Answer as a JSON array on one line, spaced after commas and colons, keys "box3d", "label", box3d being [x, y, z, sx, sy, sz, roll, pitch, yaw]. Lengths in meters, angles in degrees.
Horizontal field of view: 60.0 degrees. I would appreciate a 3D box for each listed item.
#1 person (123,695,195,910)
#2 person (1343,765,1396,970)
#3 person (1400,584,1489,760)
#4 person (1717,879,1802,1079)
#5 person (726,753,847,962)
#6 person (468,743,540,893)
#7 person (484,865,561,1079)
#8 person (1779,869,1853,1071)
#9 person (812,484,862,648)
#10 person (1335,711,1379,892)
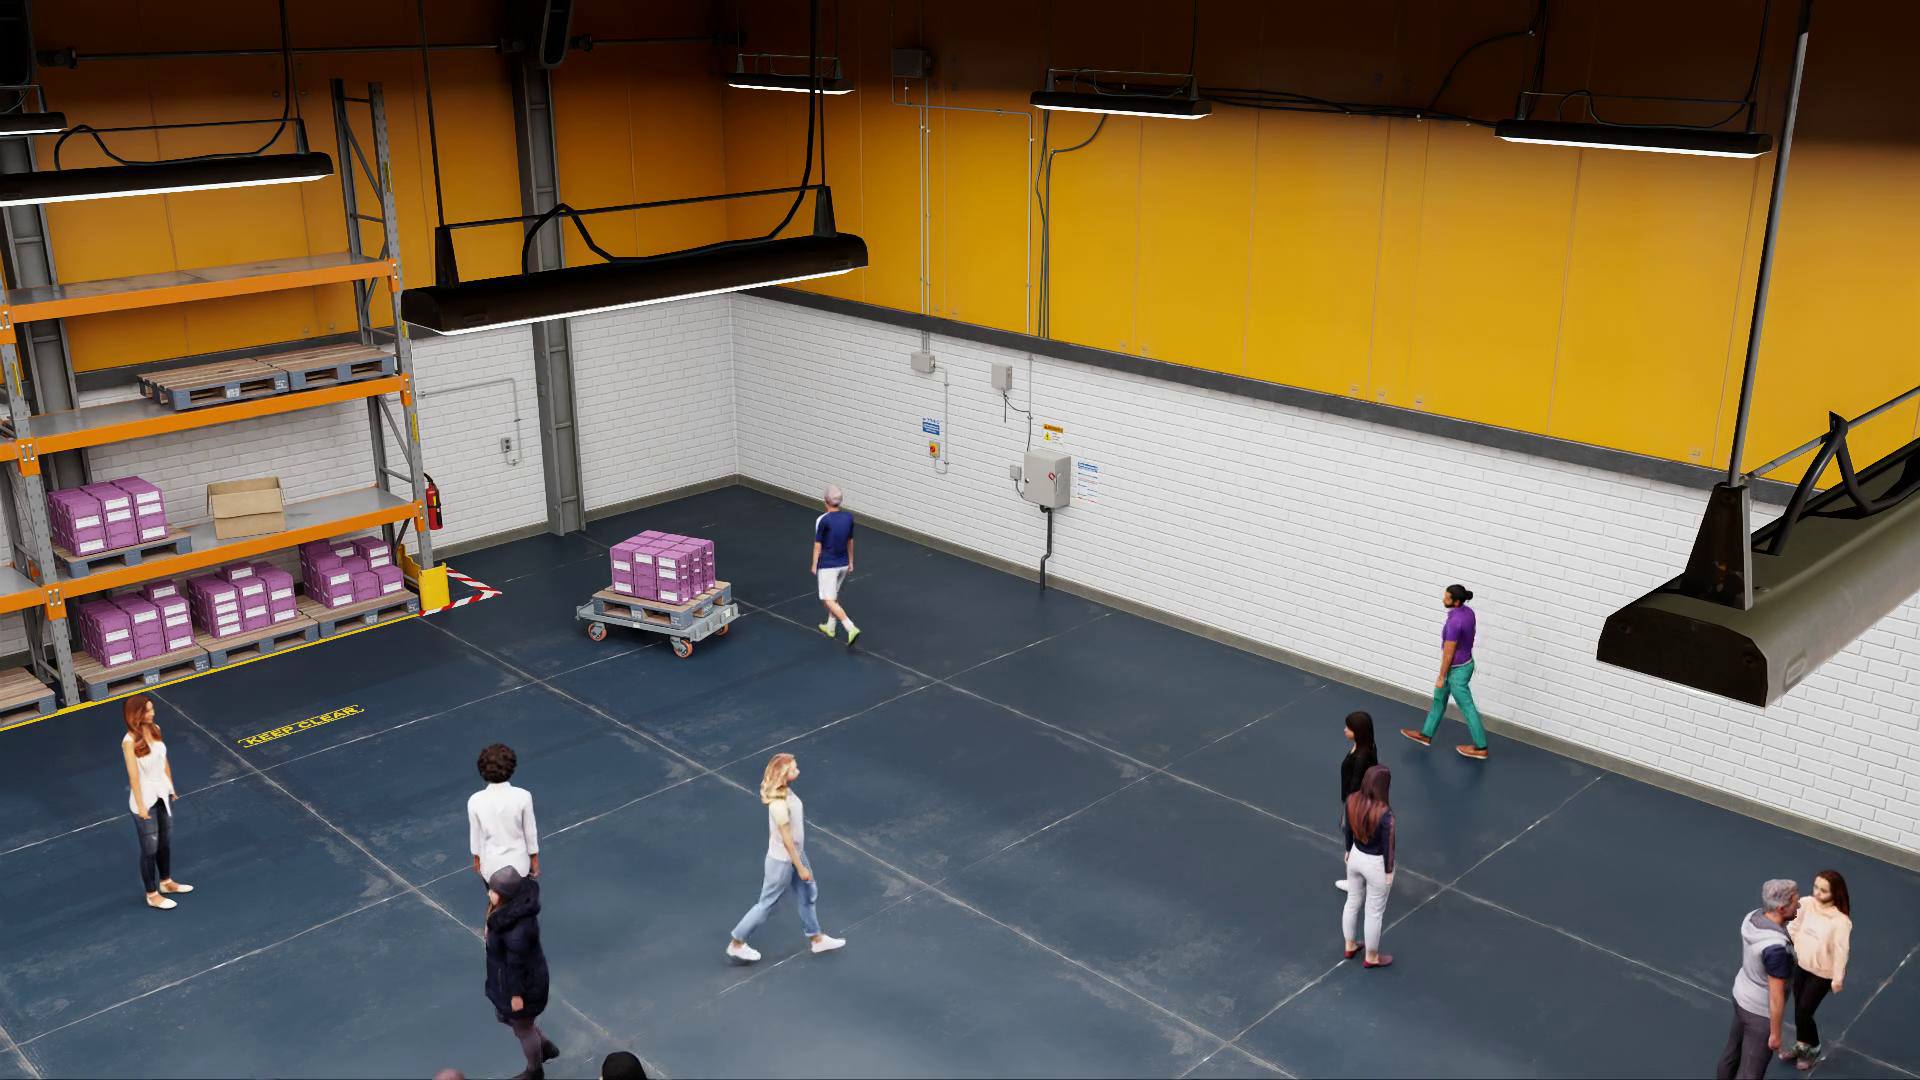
[{"box3d": [-6.408, 2.051, 13.145, 0.724, 1.783, 0.633, 3, 19, 10], "label": "person"}, {"box3d": [3.055, 2.410, 12.356, 0.573, 1.608, 0.636, -12, 22, -33], "label": "person"}, {"box3d": [4.763, 1.251, 15.625, 0.966, 1.717, 1.095, 11, 22, 29], "label": "person"}, {"box3d": [4.996, 2.941, 10.440, 0.831, 1.823, 0.732, 2, 19, 7], "label": "person"}, {"box3d": [-1.389, 2.391, 12.285, 1.189, 1.688, 1.081, -2, 19, -6], "label": "person"}, {"box3d": [-3.324, 2.377, 12.157, 0.705, 1.797, 0.801, -6, 20, -18], "label": "person"}, {"box3d": [-2.820, 2.859, 10.937, 0.825, 1.662, 0.794, -6, 19, -17], "label": "person"}, {"box3d": [5.798, 2.867, 11.204, 0.674, 1.477, 0.658, -6, 20, -18], "label": "person"}, {"box3d": [-1.352, 0.306, 18.280, 1.005, 1.813, 0.690, -18, 25, -42], "label": "person"}, {"box3d": [3.270, 2.102, 13.239, 0.768, 1.628, 0.684, 9, 21, 25], "label": "person"}]
